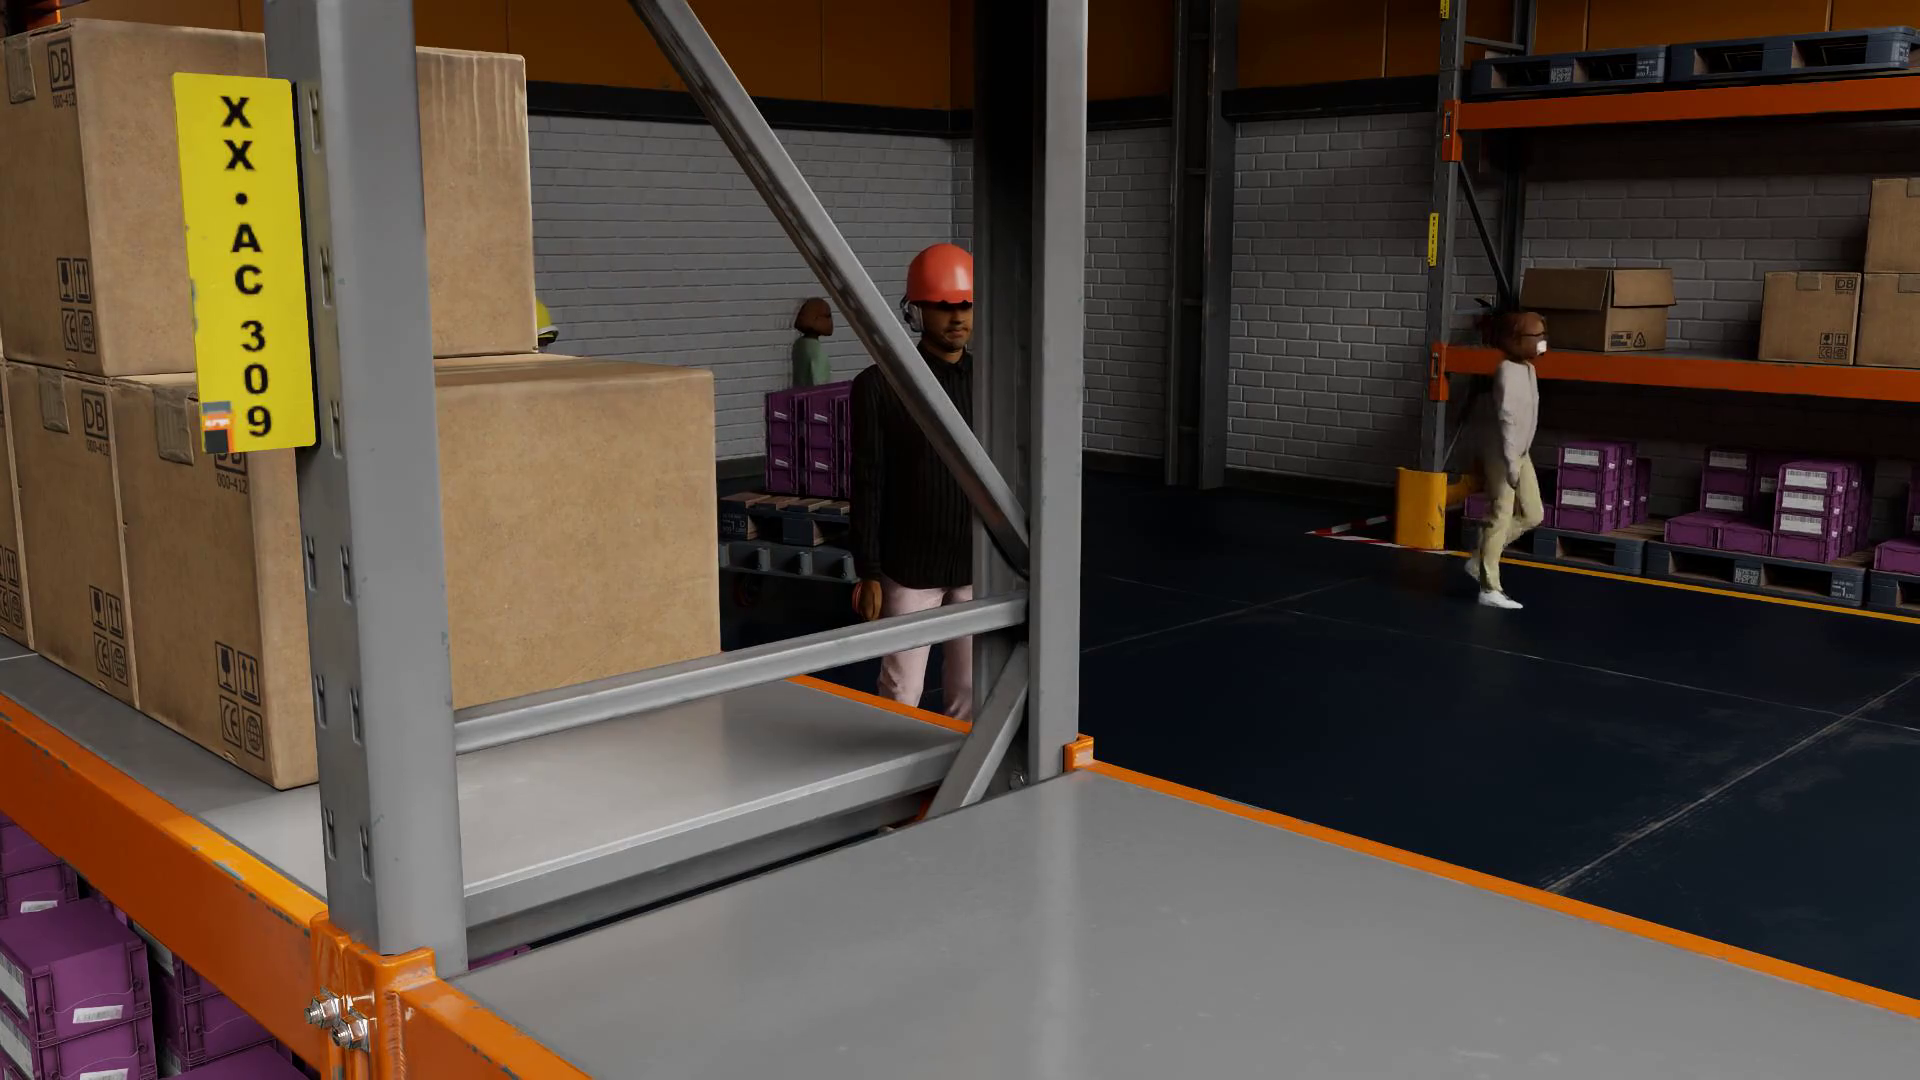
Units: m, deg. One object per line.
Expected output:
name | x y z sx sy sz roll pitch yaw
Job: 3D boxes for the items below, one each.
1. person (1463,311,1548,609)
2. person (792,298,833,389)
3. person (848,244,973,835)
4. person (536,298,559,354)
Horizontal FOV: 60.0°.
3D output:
person | 2.992 -0.425 9.019 0.356 1.623 0.506 8 13 37
person | -0.876 -0.796 11.065 0.658 1.609 0.505 -6 12 -30
person | -0.060 0.081 5.230 0.608 1.995 0.376 -6 12 -29
person | -1.572 0.012 6.045 0.404 1.833 0.590 2 11 11
